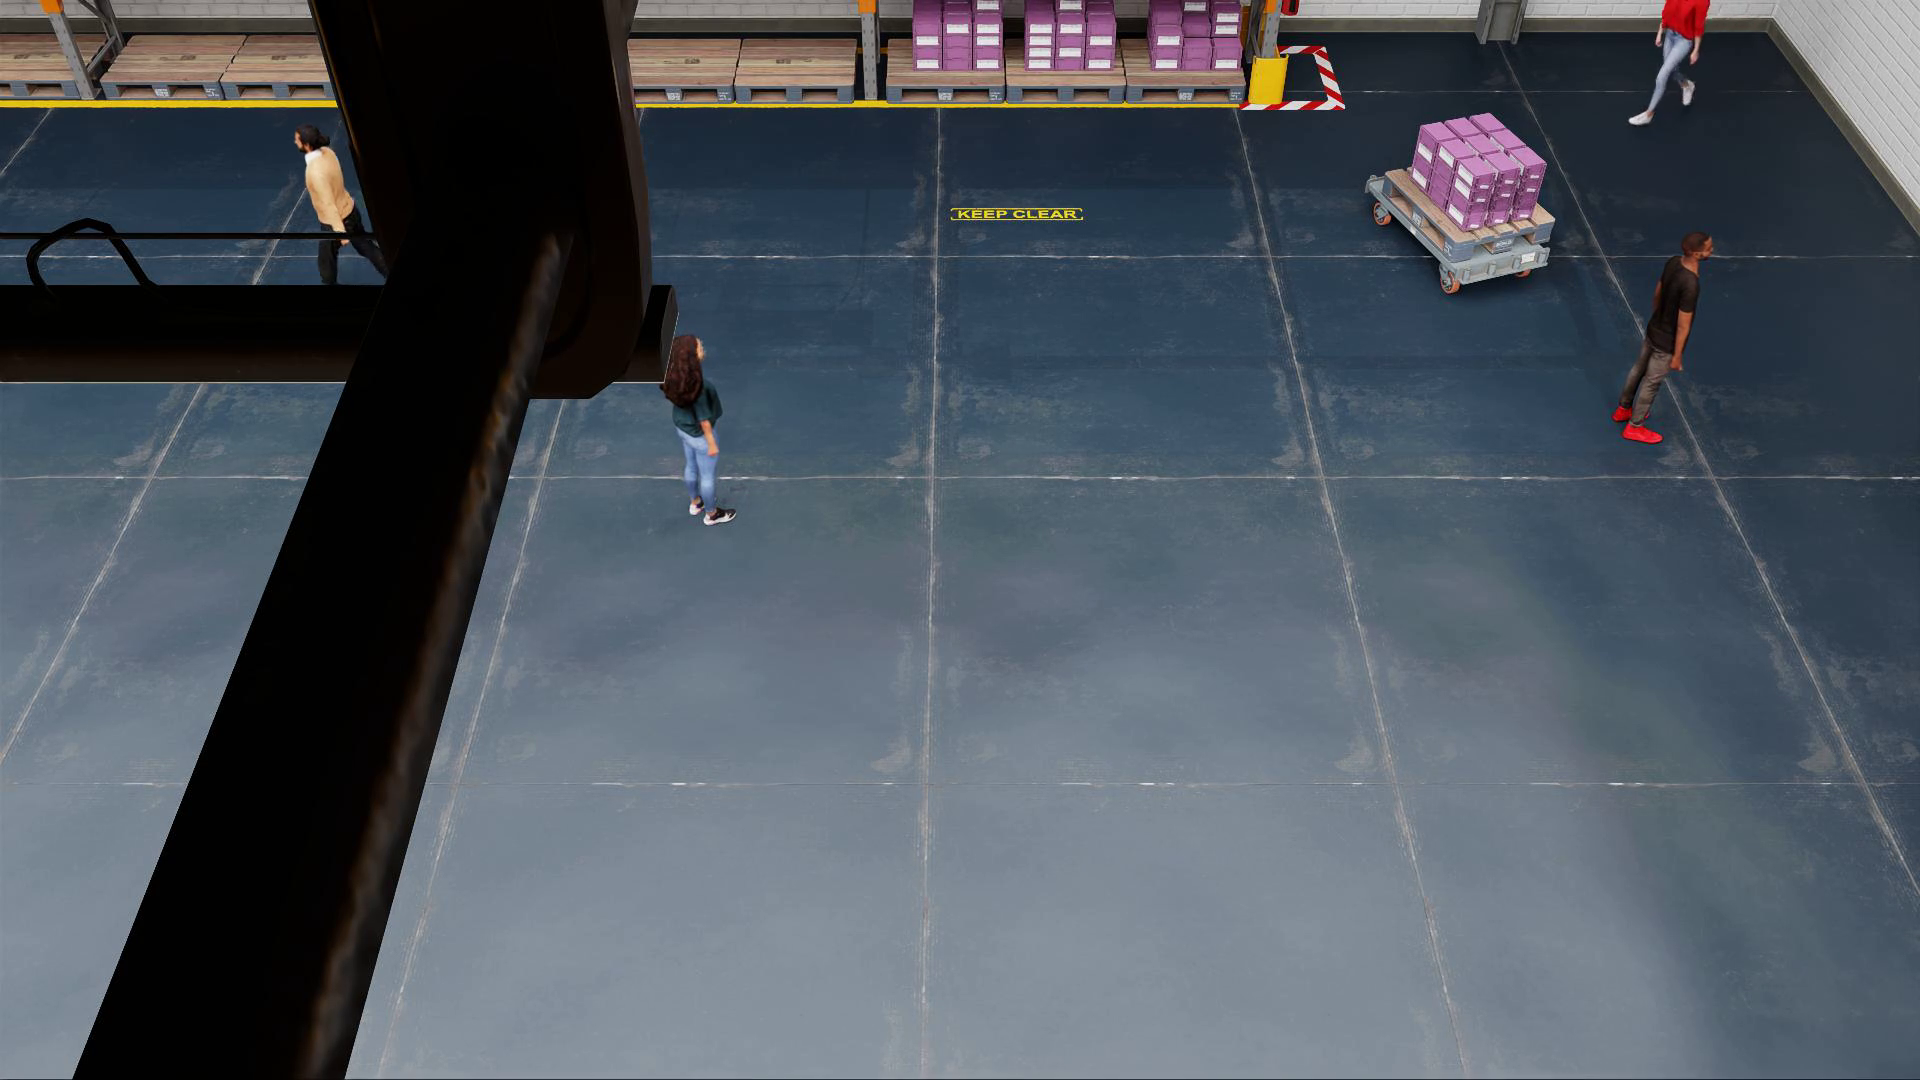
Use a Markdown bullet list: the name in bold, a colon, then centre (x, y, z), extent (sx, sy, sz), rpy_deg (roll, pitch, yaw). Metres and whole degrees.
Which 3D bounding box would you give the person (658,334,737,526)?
- **person**: centre (-1.892, -0.791, 11.924), extent (0.766, 1.617, 0.714), rpy_deg (-30, 51, -28)

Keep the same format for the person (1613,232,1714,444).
- **person**: centre (5.331, -1.553, 12.587), extent (0.520, 1.805, 0.644), rpy_deg (-1, 44, -1)

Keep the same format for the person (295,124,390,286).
- **person**: centre (-5.069, -2.646, 13.804), extent (1.176, 1.709, 0.706), rpy_deg (-2, 44, -2)

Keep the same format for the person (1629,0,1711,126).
- **person**: centre (7.025, -4.836, 16.133), extent (1.146, 1.668, 0.939), rpy_deg (-21, 48, -21)
